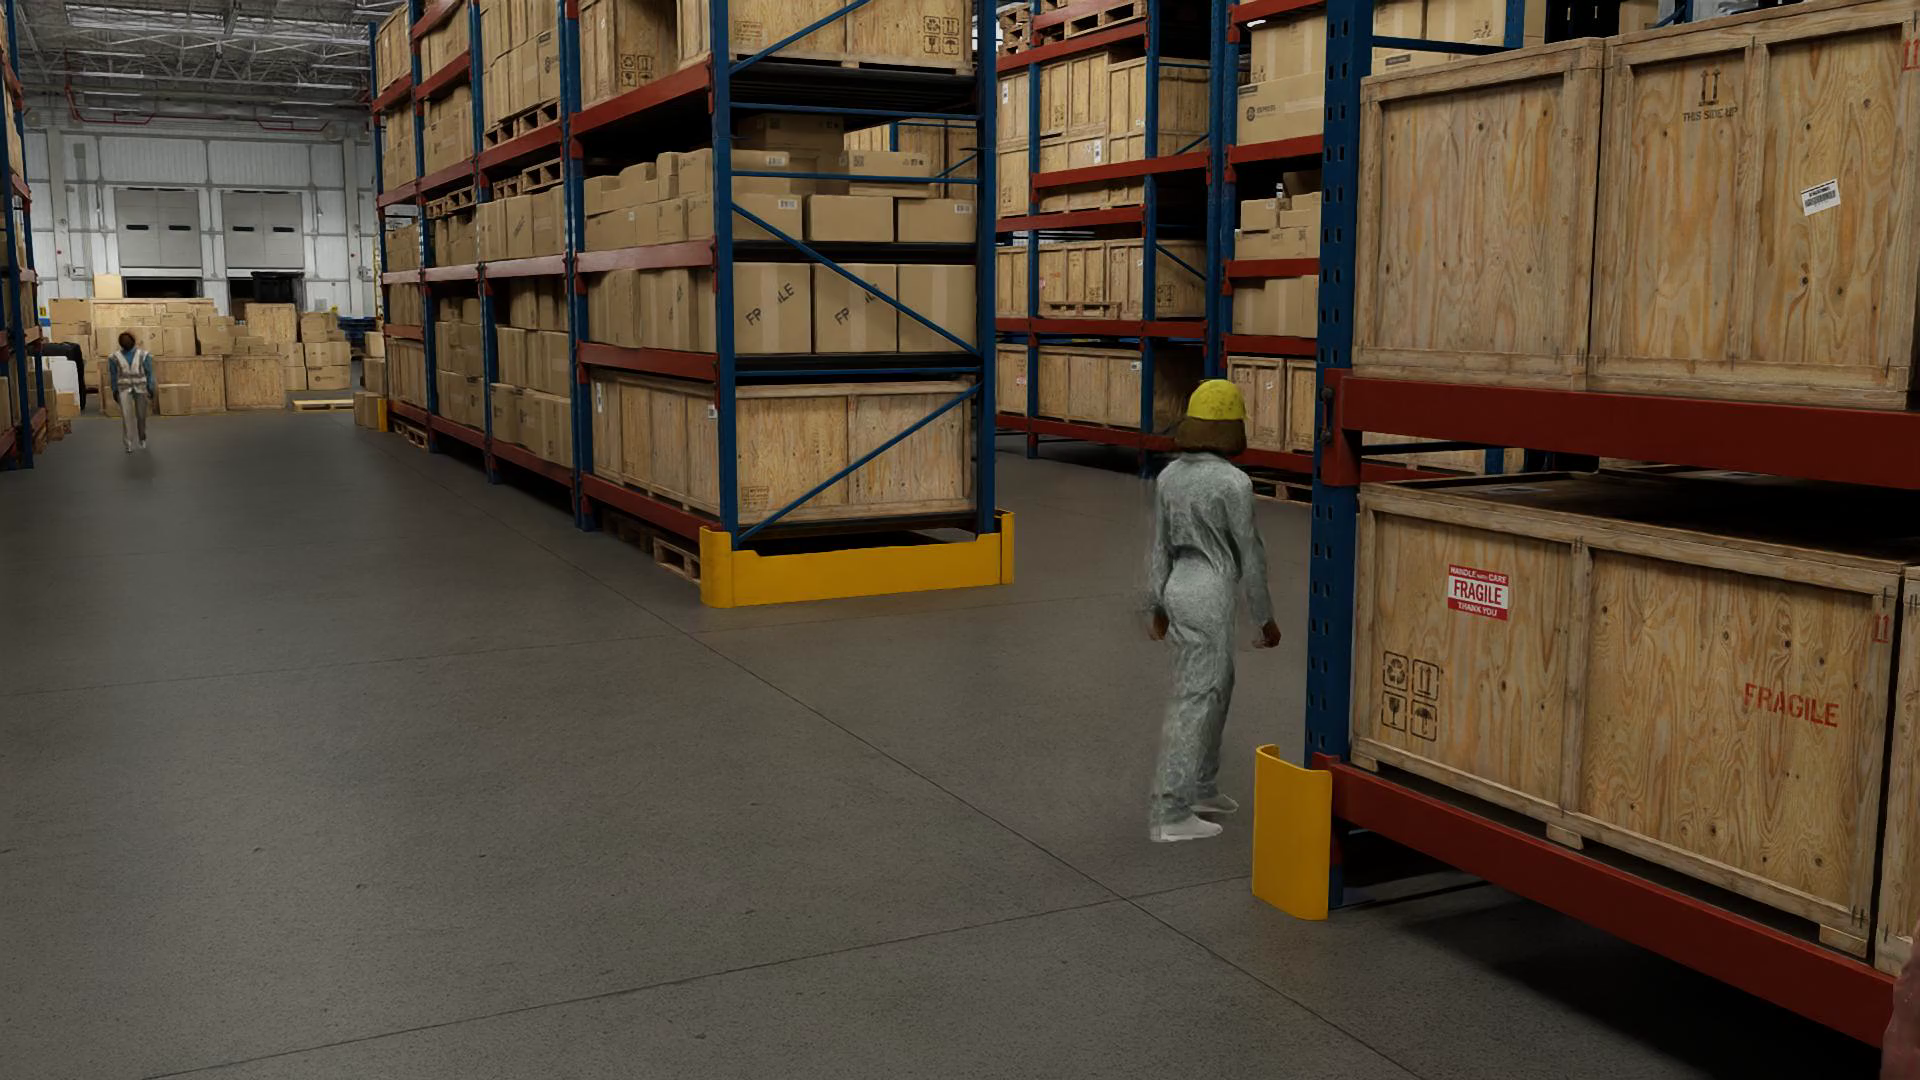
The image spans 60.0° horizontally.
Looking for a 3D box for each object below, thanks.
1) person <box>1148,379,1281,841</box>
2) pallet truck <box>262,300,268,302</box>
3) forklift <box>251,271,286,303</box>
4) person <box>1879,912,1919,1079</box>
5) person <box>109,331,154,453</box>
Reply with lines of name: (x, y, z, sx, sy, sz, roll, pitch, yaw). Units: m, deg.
person: (0.970, 0.262, 6.265, 0.622, 1.724, 0.497, -4, 9, -26)
pallet truck: (-23.913, -7.404, 58.171, 1.885, 1.965, 0.823, -1, 8, -9)
forklift: (-20.376, -6.535, 49.152, 1.873, 2.768, 1.129, 6, 10, 35)
person: (1.389, 0.804, 1.932, 0.650, 1.892, 0.675, -3, 9, -19)
person: (-11.012, -1.982, 22.133, 0.514, 1.606, 0.810, -4, 9, -25)
